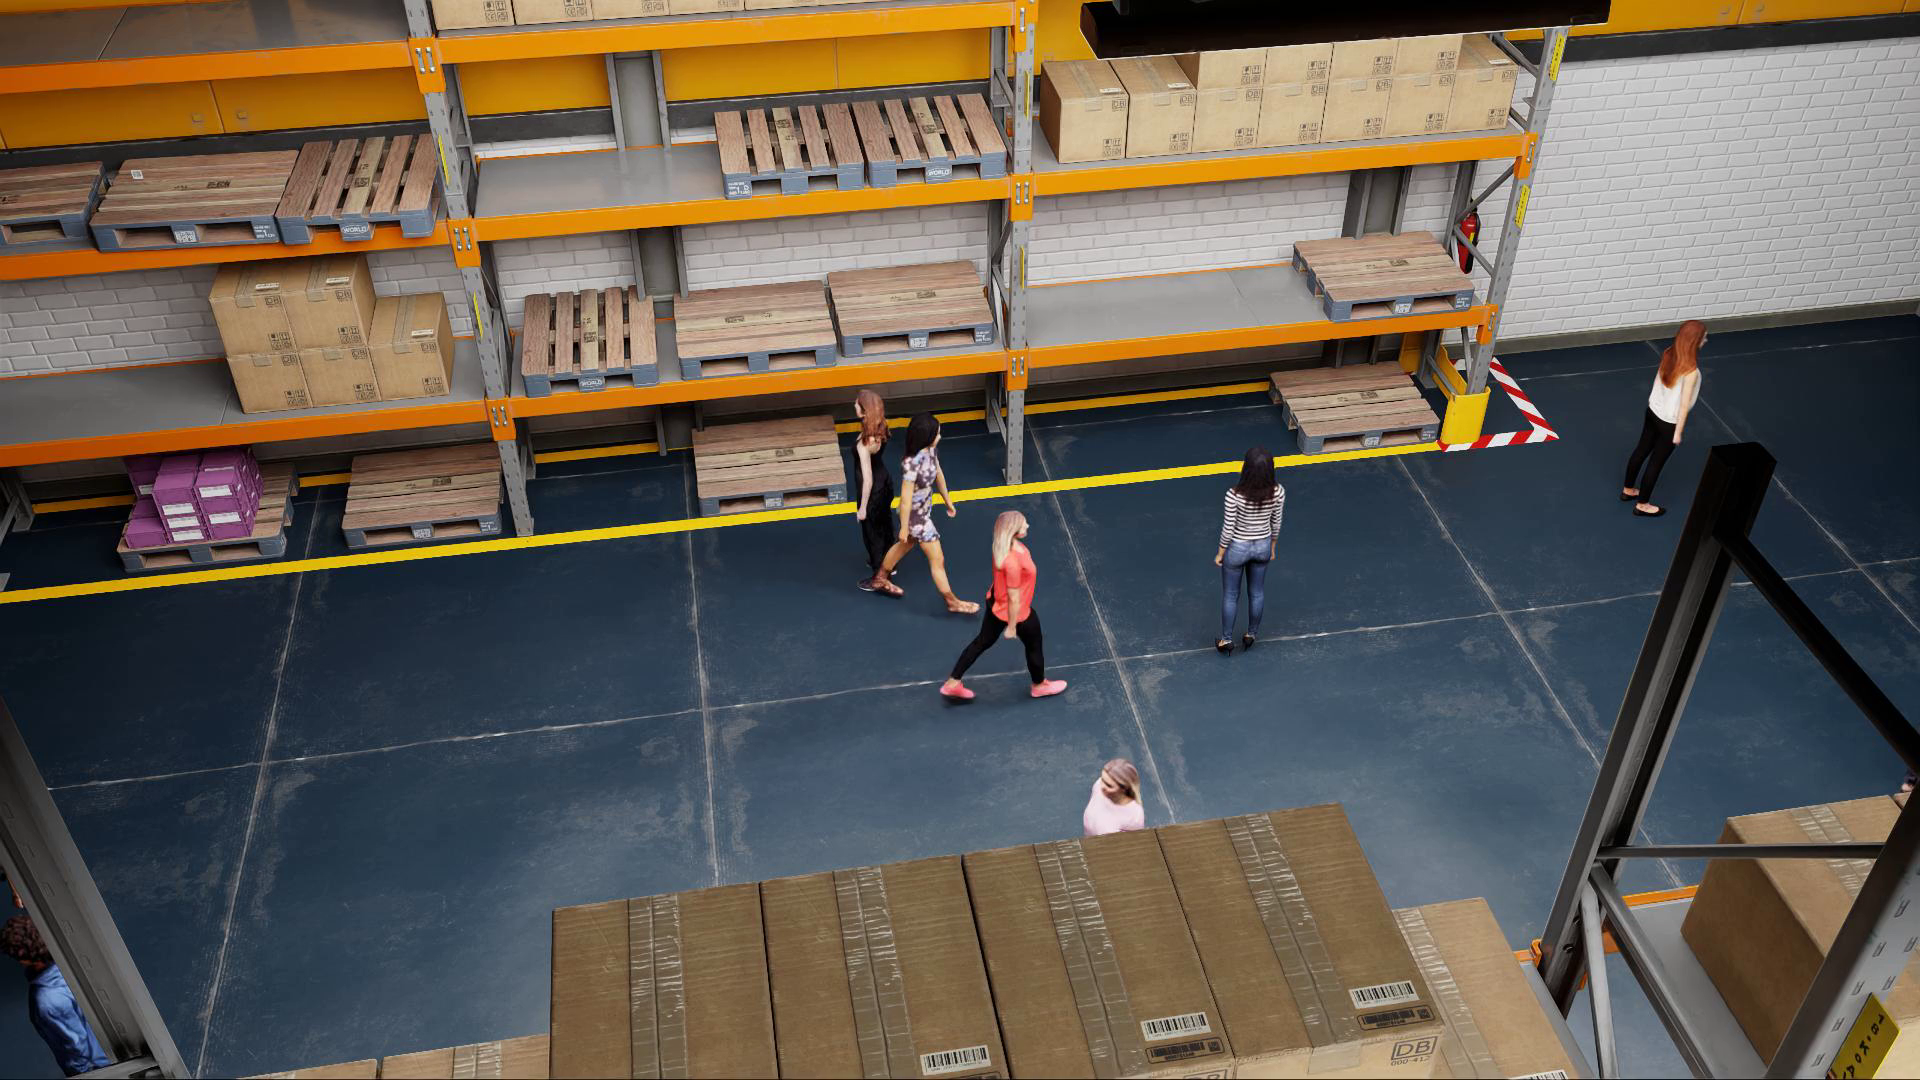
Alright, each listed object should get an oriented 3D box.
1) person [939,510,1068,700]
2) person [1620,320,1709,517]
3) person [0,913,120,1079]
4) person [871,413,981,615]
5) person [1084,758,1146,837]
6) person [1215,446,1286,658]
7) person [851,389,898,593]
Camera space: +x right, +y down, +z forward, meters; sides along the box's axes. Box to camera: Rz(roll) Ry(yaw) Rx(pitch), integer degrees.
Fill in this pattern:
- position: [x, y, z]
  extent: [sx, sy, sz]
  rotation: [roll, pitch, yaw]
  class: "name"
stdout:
- position: [0.235, 0.488, 11.344]
  extent: [1.156, 1.655, 0.692]
  rotation: [-11, 40, -14]
  class: "person"
- position: [5.556, -0.966, 13.114]
  extent: [0.487, 1.719, 0.561]
  rotation: [-6, 39, -7]
  class: "person"
- position: [-4.540, 2.553, 8.634]
  extent: [0.607, 1.811, 0.700]
  rotation: [-11, 40, -14]
  class: "person"
- position: [-0.385, -0.195, 12.173]
  extent: [1.181, 1.688, 0.890]
  rotation: [10, 40, 12]
  class: "person"
- position: [0.928, 1.855, 9.613]
  extent: [0.872, 1.679, 0.772]
  rotation: [-22, 44, -25]
  class: "person"
- position: [2.022, 0.093, 11.726]
  extent: [0.406, 1.797, 0.635]
  rotation: [-7, 39, -8]
  class: "person"
- position: [-0.629, -0.367, 12.343]
  extent: [0.634, 1.746, 0.657]
  rotation: [8, 39, 10]
  class: "person"
